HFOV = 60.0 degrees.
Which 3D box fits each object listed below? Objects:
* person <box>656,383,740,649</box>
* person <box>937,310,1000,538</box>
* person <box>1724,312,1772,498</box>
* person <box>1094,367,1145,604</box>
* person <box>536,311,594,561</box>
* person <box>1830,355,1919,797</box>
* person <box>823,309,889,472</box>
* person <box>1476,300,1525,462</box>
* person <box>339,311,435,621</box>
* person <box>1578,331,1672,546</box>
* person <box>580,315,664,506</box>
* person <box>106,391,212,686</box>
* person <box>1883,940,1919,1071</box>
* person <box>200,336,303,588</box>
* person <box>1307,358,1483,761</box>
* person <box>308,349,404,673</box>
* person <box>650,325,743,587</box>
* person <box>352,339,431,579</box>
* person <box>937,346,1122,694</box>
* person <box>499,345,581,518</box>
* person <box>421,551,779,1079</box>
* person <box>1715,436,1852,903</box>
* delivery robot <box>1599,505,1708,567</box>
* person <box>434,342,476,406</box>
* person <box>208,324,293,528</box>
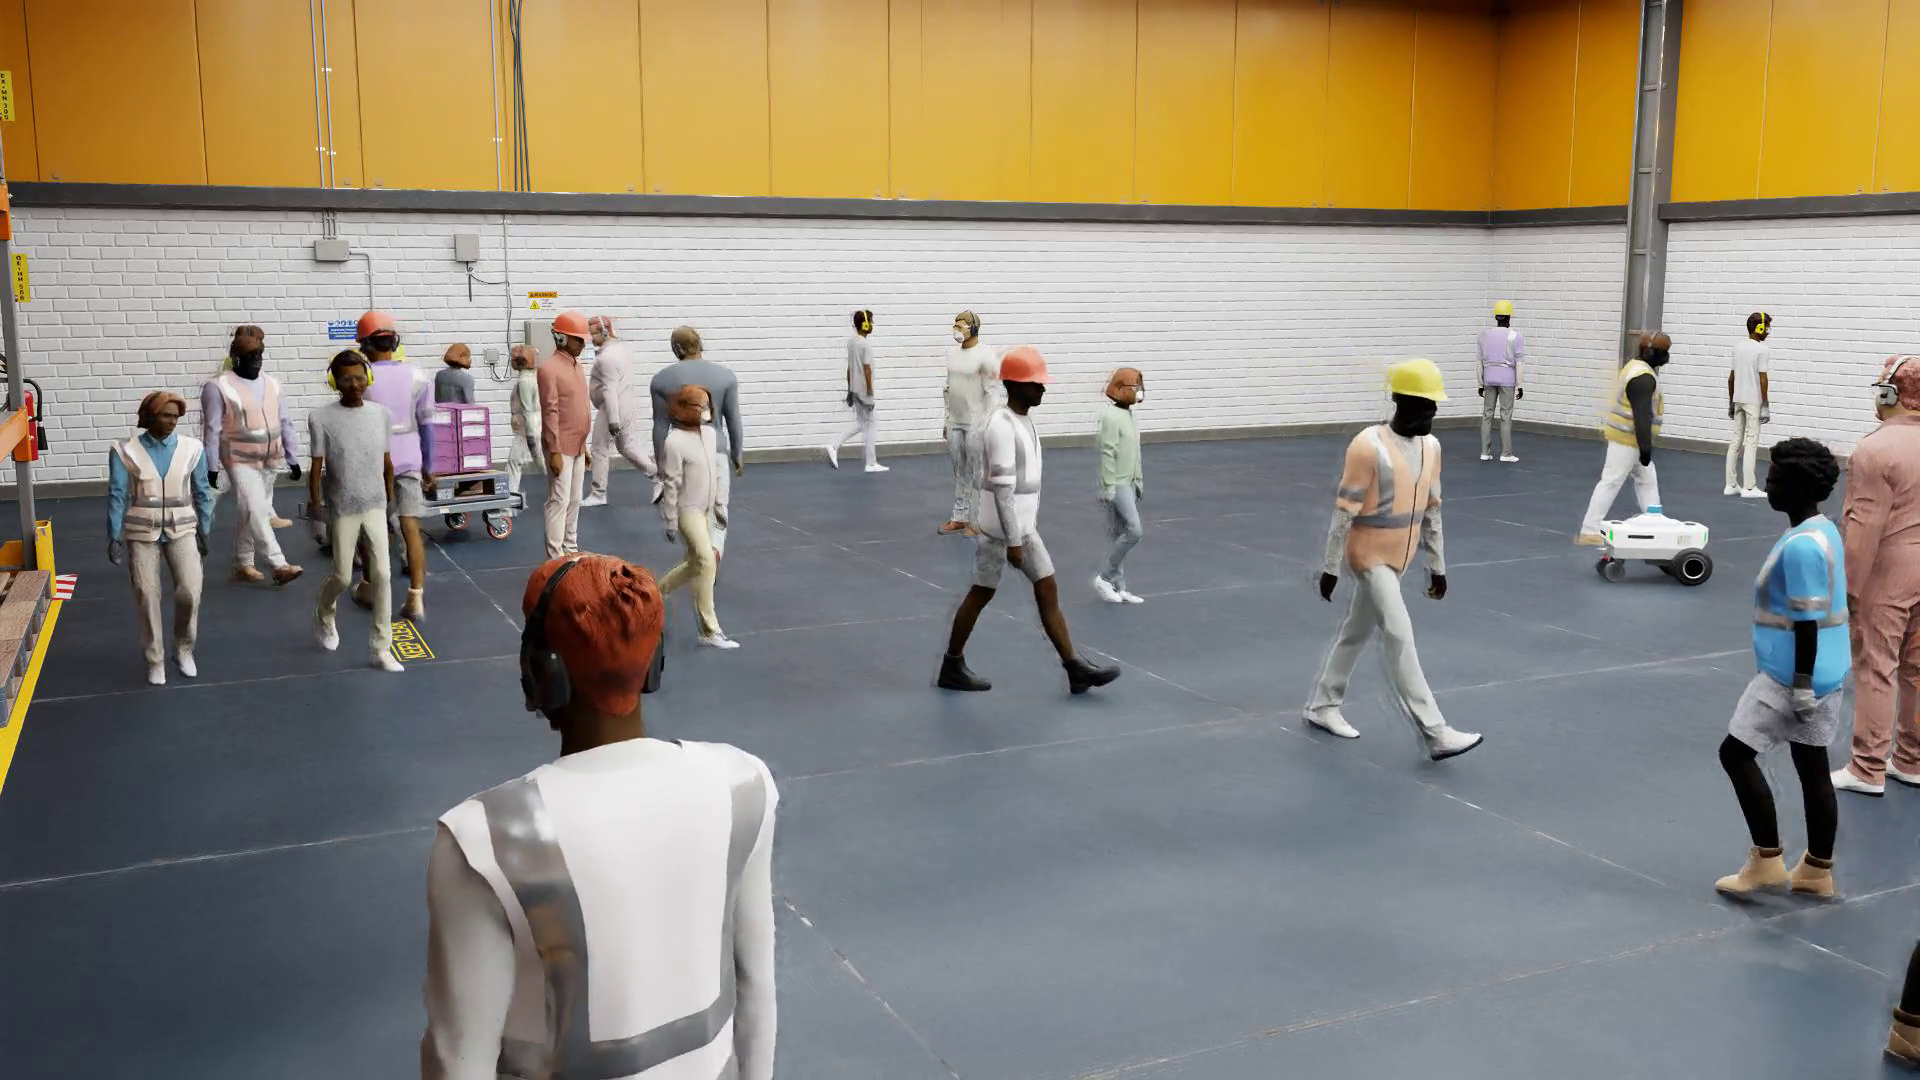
[{"bbox_3d":[-1.670,-0.156,10.093,0.717,1.606,0.498,3,10,19],"label":"person"},{"bbox_3d":[0.075,-0.988,14.228,0.371,1.941,0.627,-8,12,-40],"label":"person"},{"bbox_3d":[7.966,-1.360,16.776,0.334,1.865,0.521,-2,9,-15],"label":"person"},{"bbox_3d":[1.130,-0.359,11.279,0.341,1.620,0.520,4,10,24],"label":"person"},{"bbox_3d":[-2.836,-0.665,12.081,0.396,1.986,0.608,1,9,9],"label":"person"},{"bbox_3d":[4.033,0.157,7.225,0.636,1.911,0.405,-4,10,-22],"label":"person"},{"bbox_3d":[-1.155,-1.667,18.724,0.694,1.853,0.517,-5,10,-29],"label":"person"},{"bbox_3d":[6.443,-1.887,19.837,0.587,1.930,0.360,8,12,41],"label":"person"},{"bbox_3d":[-3.799,-0.496,10.981,0.636,1.996,0.980,-7,12,-37],"label":"person"},{"bbox_3d":[5.556,-0.804,13.576,0.934,1.785,0.629,4,10,22],"label":"person"},{"bbox_3d":[-3.267,-1.237,16.032,0.890,1.866,0.657,0,9,3],"label":"person"},{"bbox_3d":[-4.382,-0.003,9.109,0.565,1.619,0.385,-6,11,-33],"label":"person"},{"bbox_3d":[2.885,0.737,4.375,0.544,1.658,0.825,-8,12,-41],"label":"person"},{"bbox_3d":[-5.023,-0.554,11.968,0.920,1.795,0.655,5,10,29],"label":"person"},{"bbox_3d":[2.046,0.085,7.805,0.607,1.856,1.017,-8,12,-41],"label":"person"},{"bbox_3d":[-3.492,-0.181,9.556,0.512,1.843,0.803,-8,12,-41],"label":"person"},{"bbox_3d":[-1.891,-0.591,11.982,0.664,1.894,0.814,-1,9,-7],"label":"person"},{"bbox_3d":[-4.320,-0.604,12.285,0.773,1.802,0.609,4,10,25],"label":"person"},{"bbox_3d":[0.331,-0.089,8.844,1.021,1.875,0.551,3,10,20],"label":"person"},{"bbox_3d":[-3.940,-0.998,15.321,0.839,1.602,0.527,-1,9,-5],"label":"person"},{"bbox_3d":[-0.483,0.946,2.484,0.584,1.858,0.758,-9,13,-43],"label":"person"},{"bbox_3d":[2.951,0.473,5.958,0.502,1.681,0.535,7,12,37],"label":"person"},{"bbox_3d":[5.075,-0.016,12.192,0.707,0.478,0.477,1,9,8],"label":"delivery robot"},{"bbox_3d":[-4.807,-1.056,15.667,0.527,1.611,0.514,5,10,28],"label":"person"},{"bbox_3d":[-6.309,-0.978,14.554,0.705,1.816,0.633,-5,11,-30],"label":"person"}]
